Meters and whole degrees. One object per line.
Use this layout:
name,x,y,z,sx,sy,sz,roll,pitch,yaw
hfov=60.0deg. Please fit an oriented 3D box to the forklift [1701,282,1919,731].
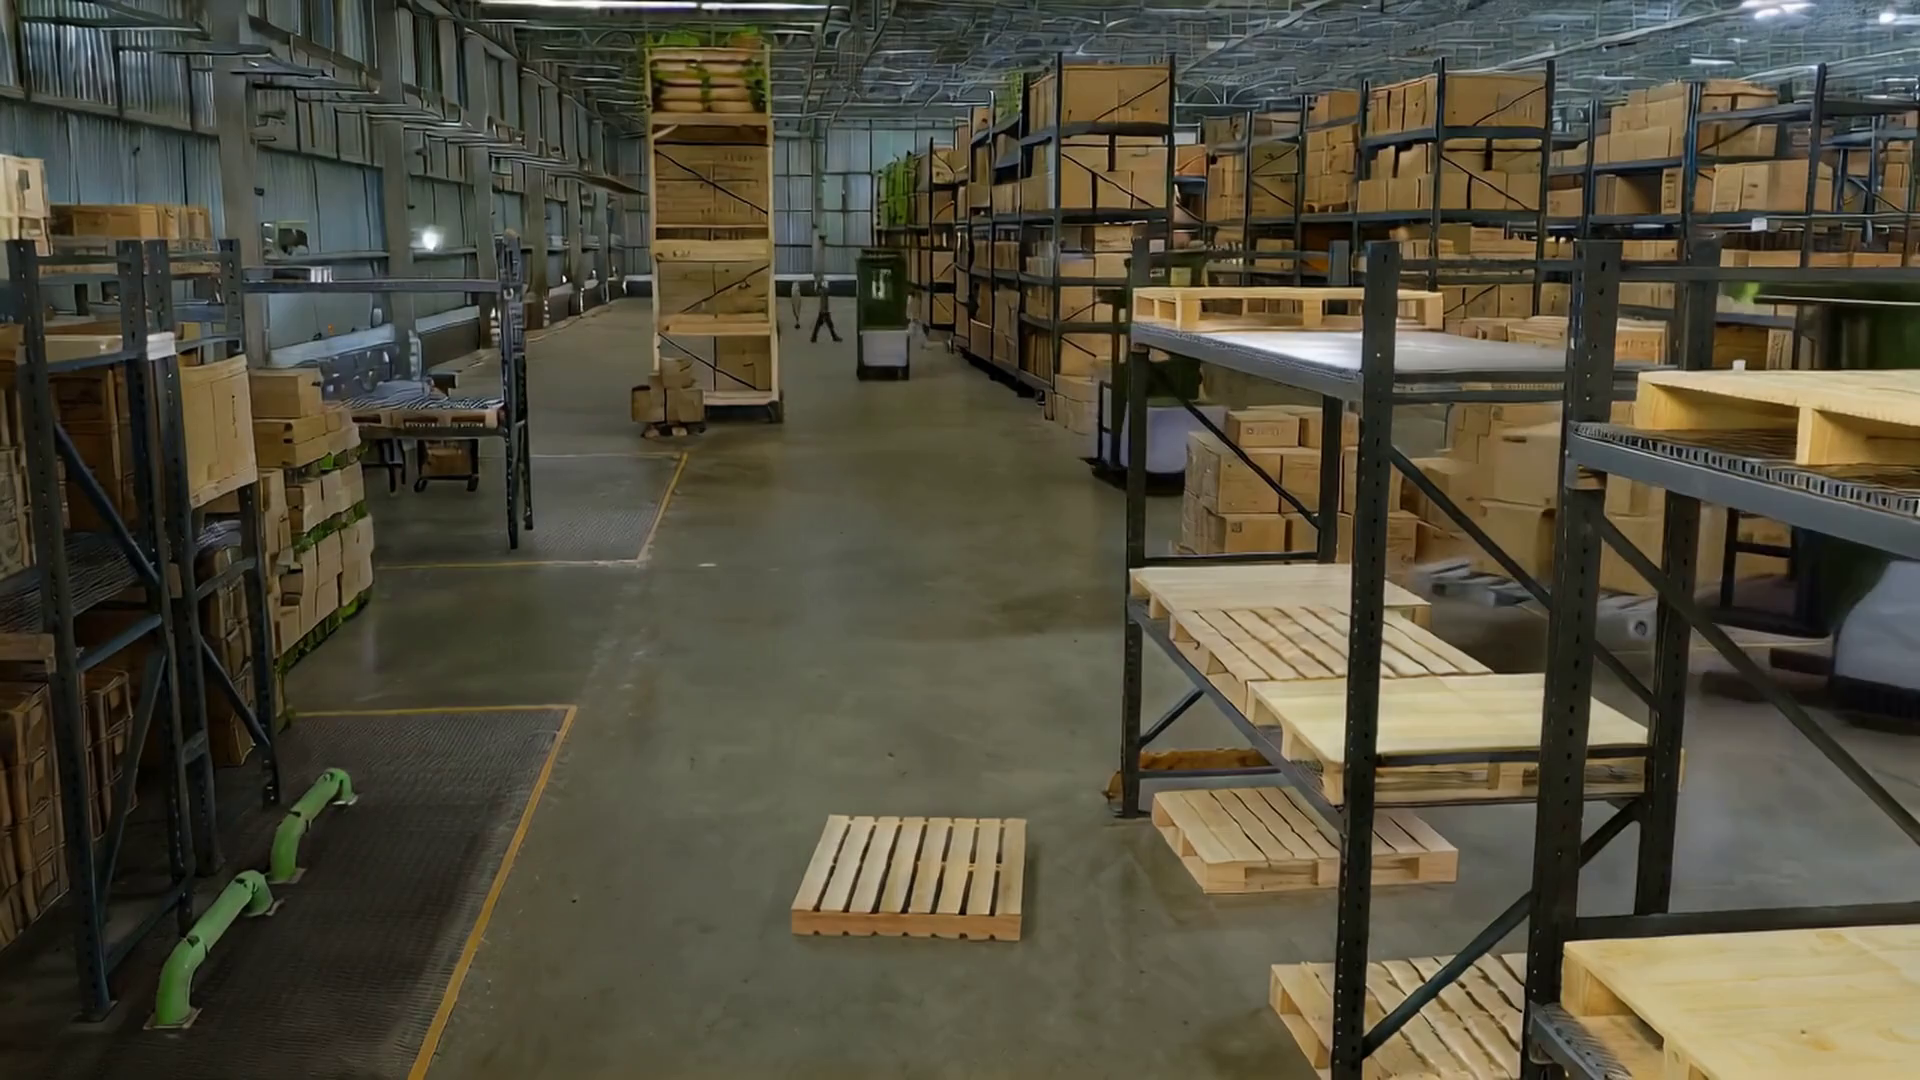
forklift,5.976,-0.284,10.508,1.129,2.768,1.873,-8,13,-39

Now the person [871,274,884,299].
person,-2.843,-8.161,56.964,0.489,1.880,0.700,7,12,33

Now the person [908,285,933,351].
person,-1.266,-6.074,45.586,0.925,1.805,0.623,2,10,9

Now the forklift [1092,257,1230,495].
forklift,2.475,-2.044,20.260,1.129,2.768,1.873,-3,11,-15

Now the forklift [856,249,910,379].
forklift,-1.709,-4.996,36.618,1.129,2.768,1.873,-1,10,-6

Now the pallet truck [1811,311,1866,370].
pallet truck,15.846,-3.142,28.793,1.885,1.965,0.823,2,10,12

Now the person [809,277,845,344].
person,-3.956,-6.729,48.842,1.067,1.933,0.640,-1,10,-6

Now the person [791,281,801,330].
person,-5.576,-7.962,56.496,0.272,1.635,0.507,-7,12,-32

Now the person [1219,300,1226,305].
person,9.771,-8.838,61.378,0.515,1.633,0.317,7,12,34
